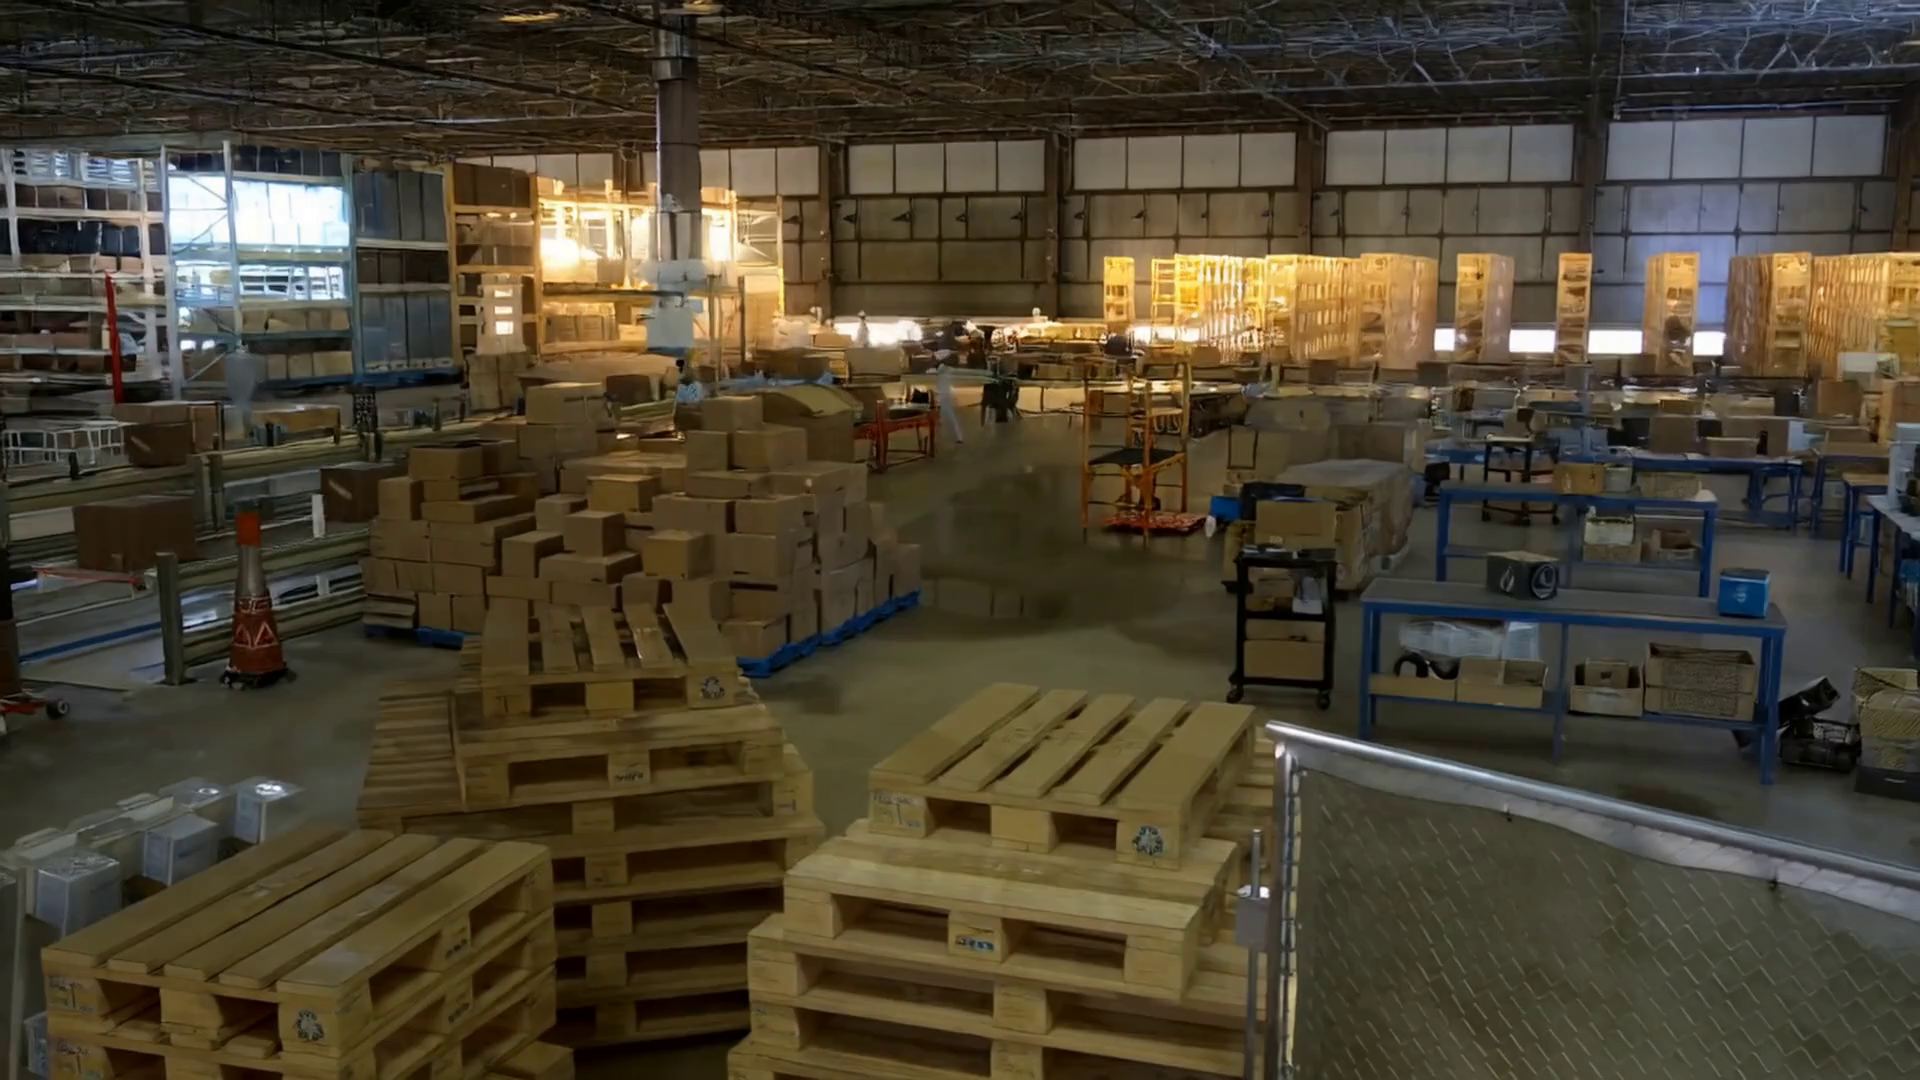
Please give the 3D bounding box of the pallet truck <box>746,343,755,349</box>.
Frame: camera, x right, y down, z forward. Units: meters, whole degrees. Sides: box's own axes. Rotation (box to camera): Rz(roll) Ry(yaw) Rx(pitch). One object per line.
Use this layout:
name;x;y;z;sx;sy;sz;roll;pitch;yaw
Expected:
pallet truck;-6.183;-4.618;44.264;1.601;1.201;0.680;-9;12;-43

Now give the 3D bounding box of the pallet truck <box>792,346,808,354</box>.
pallet truck;-3.705;-4.298;42.022;0.653;1.274;1.630;3;10;20

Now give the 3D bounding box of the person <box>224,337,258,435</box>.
person;-13.502;-2.880;31.335;0.807;1.879;0.650;6;11;34

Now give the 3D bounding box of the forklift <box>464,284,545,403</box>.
forklift;-10.832;-4.702;39.610;1.129;2.768;1.873;3;10;20

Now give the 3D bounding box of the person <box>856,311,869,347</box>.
person;-2.865;-5.718;48.797;0.393;1.985;0.611;-1;9;-4

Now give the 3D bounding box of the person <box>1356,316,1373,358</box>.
person;14.837;-7.579;61.048;0.448;1.804;0.686;-6;11;-35

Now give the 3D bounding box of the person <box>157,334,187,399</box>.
person;-19.464;-4.295;41.084;0.511;1.593;0.839;4;10;23

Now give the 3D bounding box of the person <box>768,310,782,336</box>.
person;-6.991;-7.776;62.490;0.543;1.739;0.713;4;10;22

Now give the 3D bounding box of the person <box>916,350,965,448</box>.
person;-0.324;-2.465;29.167;0.909;1.724;0.522;-1;9;-7

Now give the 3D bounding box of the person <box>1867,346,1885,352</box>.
person;21.160;-4.035;38.482;0.409;1.906;0.648;4;10;26

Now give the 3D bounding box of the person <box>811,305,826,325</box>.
person;-5.146;-7.591;60.670;0.615;1.947;0.388;-6;11;-33

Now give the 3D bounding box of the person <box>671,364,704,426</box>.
person;-4.231;-1.928;26.037;0.540;1.655;0.863;4;10;21

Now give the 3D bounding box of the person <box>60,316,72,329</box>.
person;-24.769;-5.225;45.945;0.544;1.911;0.776;5;10;29
